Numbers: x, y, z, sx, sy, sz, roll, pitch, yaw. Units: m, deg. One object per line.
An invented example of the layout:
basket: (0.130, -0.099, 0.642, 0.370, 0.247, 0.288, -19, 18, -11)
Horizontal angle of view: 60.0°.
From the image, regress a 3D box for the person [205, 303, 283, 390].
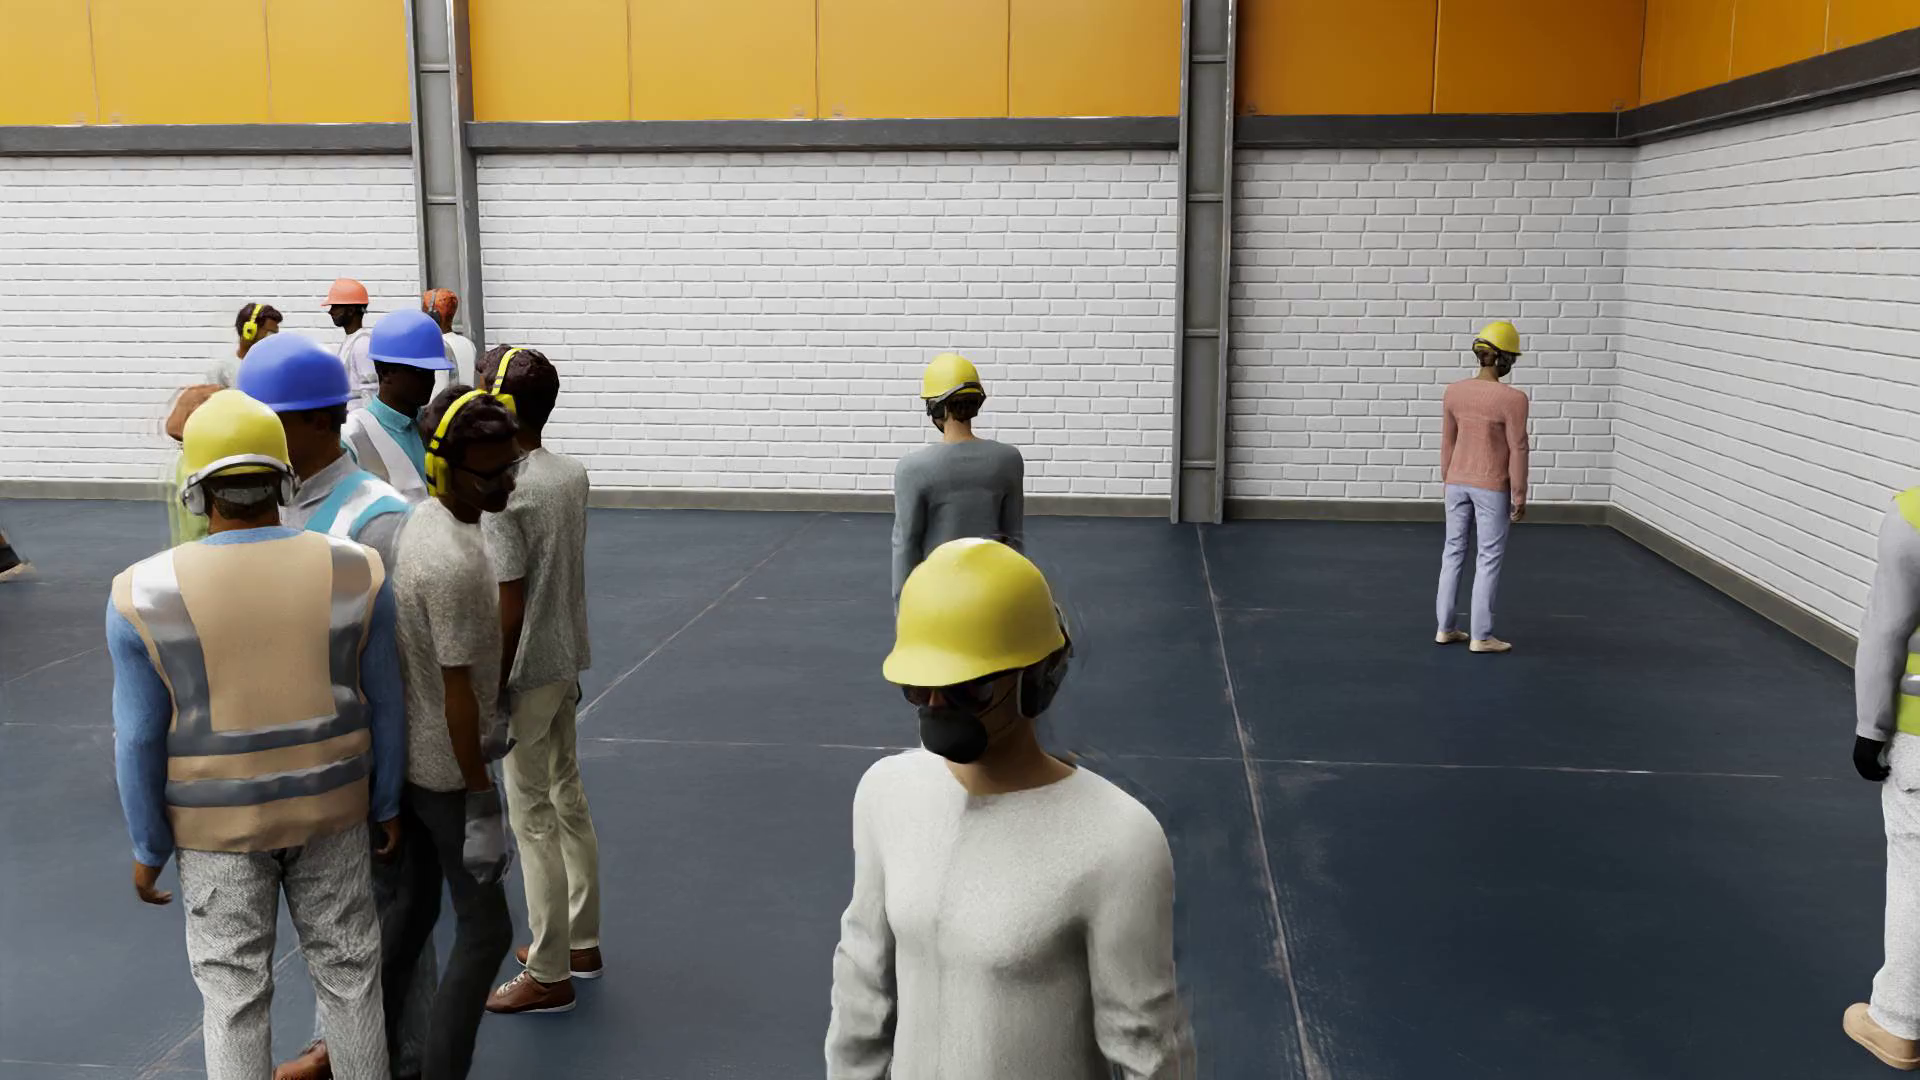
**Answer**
person: (-3.913, -0.379, 9.214, 0.403, 1.838, 0.541, 5, 11, 25)

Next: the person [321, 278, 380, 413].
person: (-4.001, -0.760, 11.051, 0.362, 1.939, 0.542, -5, 11, -26)

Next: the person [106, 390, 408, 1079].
person: (-1.513, 0.588, 3.645, 0.586, 1.832, 0.403, -6, 12, -31)

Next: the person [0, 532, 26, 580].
person: (-6.419, -0.615, 10.319, 1.023, 1.907, 0.611, -6, 12, -33)

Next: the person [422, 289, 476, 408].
person: (-3.233, -0.636, 10.502, 0.347, 1.882, 0.584, 1, 10, 6)

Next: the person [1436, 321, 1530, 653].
person: (2.776, -0.274, 8.808, 0.342, 1.755, 0.530, -7, 12, -36)

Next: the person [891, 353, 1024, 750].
person: (-0.013, 0.204, 6.068, 0.527, 1.760, 0.337, -4, 11, -24)

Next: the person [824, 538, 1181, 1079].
person: (0.032, 0.860, 2.305, 0.536, 1.749, 0.384, 9, 13, 41)

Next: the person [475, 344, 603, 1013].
person: (-1.207, 0.392, 4.655, 0.328, 1.872, 0.513, 2, 10, 11)

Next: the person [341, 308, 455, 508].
person: (-1.823, 0.211, 5.505, 0.415, 1.939, 0.604, 6, 12, 31)

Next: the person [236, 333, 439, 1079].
person: (-1.507, 0.473, 4.008, 0.637, 1.939, 0.442, 9, 13, 41)

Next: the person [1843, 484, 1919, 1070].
person: (2.622, 0.475, 4.285, 0.625, 1.837, 0.429, 1, 10, 5)

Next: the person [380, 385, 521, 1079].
person: (-1.244, 0.551, 3.885, 0.477, 1.831, 0.593, -5, 11, -26)
